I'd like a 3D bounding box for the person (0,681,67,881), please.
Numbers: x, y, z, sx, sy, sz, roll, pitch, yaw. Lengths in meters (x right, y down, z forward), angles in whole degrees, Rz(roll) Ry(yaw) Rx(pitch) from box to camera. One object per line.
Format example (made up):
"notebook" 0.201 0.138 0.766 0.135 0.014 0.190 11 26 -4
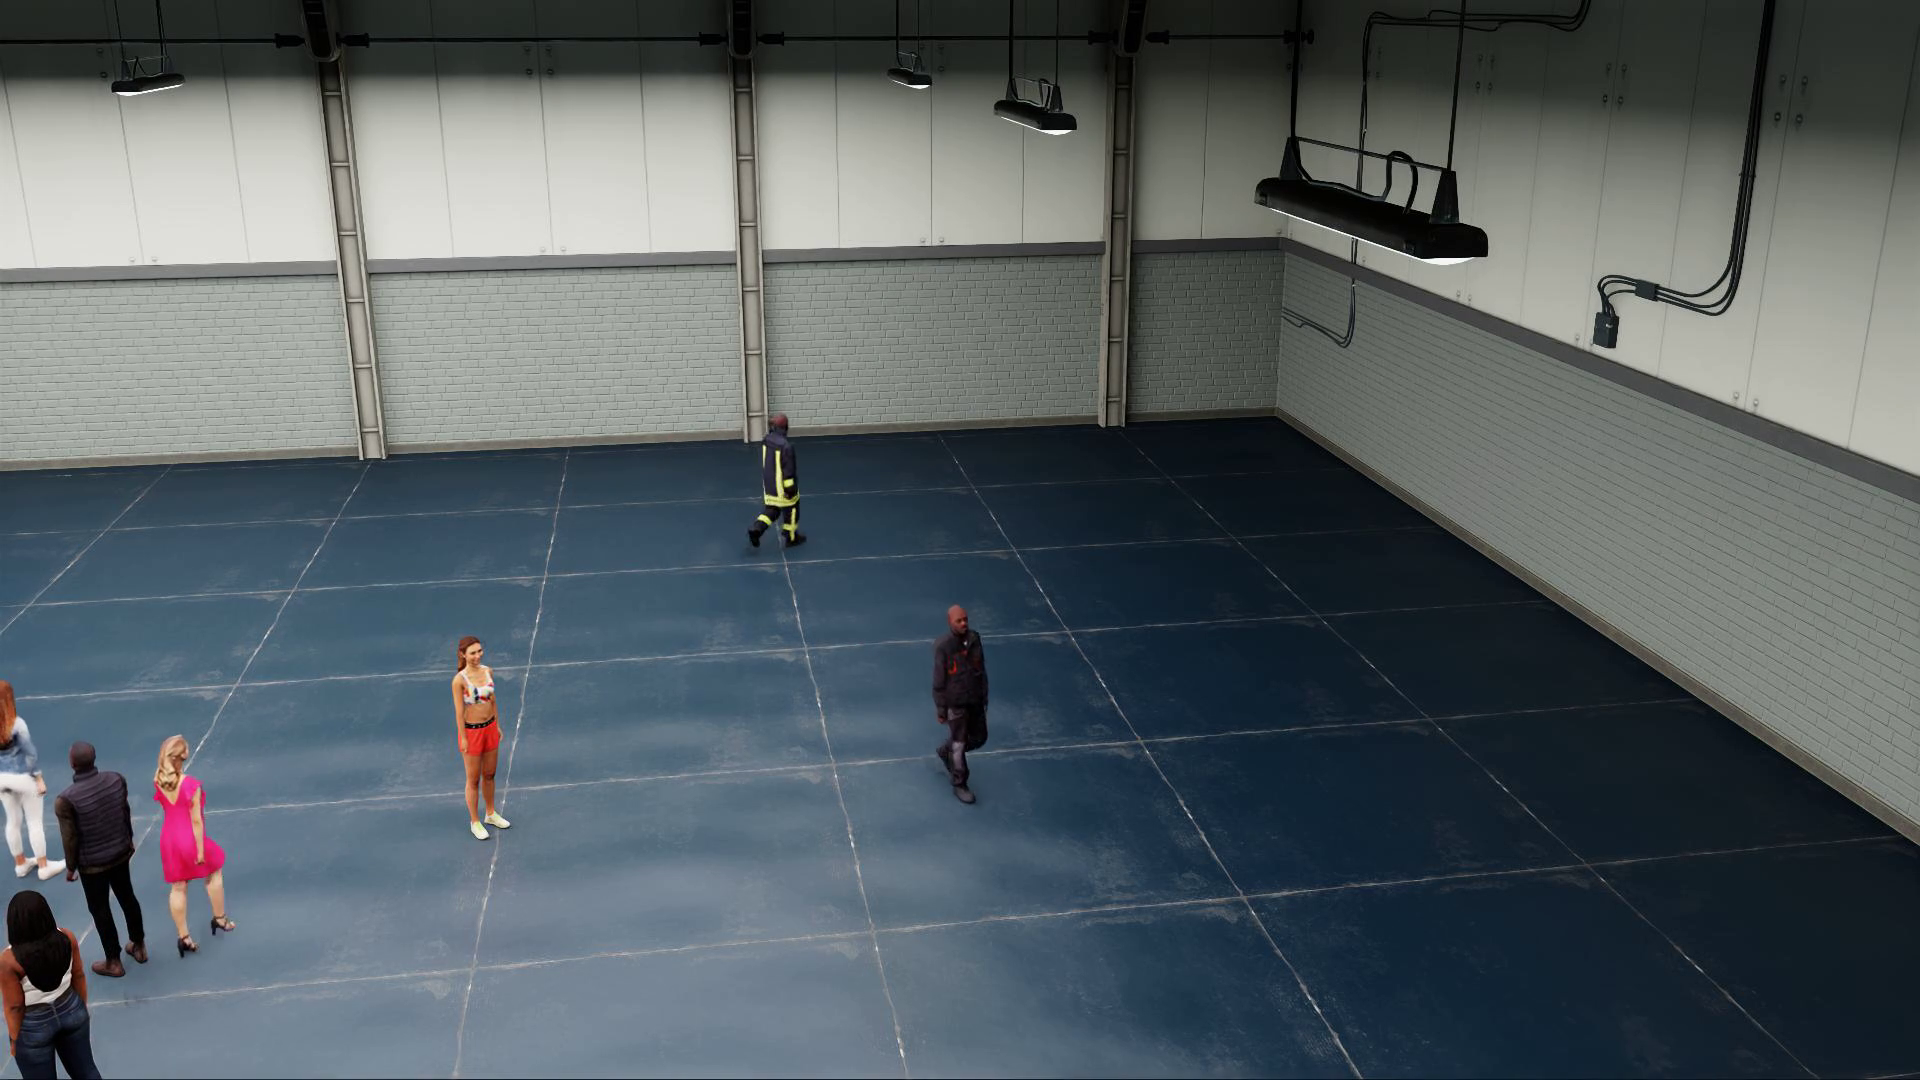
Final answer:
"person" -7.656 1.954 13.448 0.617 1.702 0.756 4 18 12

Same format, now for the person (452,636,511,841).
"person" -4.119 1.658 14.213 0.738 1.791 0.678 12 22 33

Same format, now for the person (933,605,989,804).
"person" -0.036 1.414 14.941 1.004 1.805 0.996 -13 22 -34

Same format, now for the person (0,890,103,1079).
"person" -5.567 2.961 10.182 0.811 1.809 0.743 14 22 36

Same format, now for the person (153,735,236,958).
"person" -5.825 2.301 12.368 0.768 1.710 0.787 4 18 12

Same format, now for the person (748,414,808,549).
"person" -2.396 -0.742 21.564 1.108 1.802 1.220 17 24 41

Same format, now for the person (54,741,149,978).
"person" -6.261 2.310 12.141 0.805 1.835 0.773 10 20 28
